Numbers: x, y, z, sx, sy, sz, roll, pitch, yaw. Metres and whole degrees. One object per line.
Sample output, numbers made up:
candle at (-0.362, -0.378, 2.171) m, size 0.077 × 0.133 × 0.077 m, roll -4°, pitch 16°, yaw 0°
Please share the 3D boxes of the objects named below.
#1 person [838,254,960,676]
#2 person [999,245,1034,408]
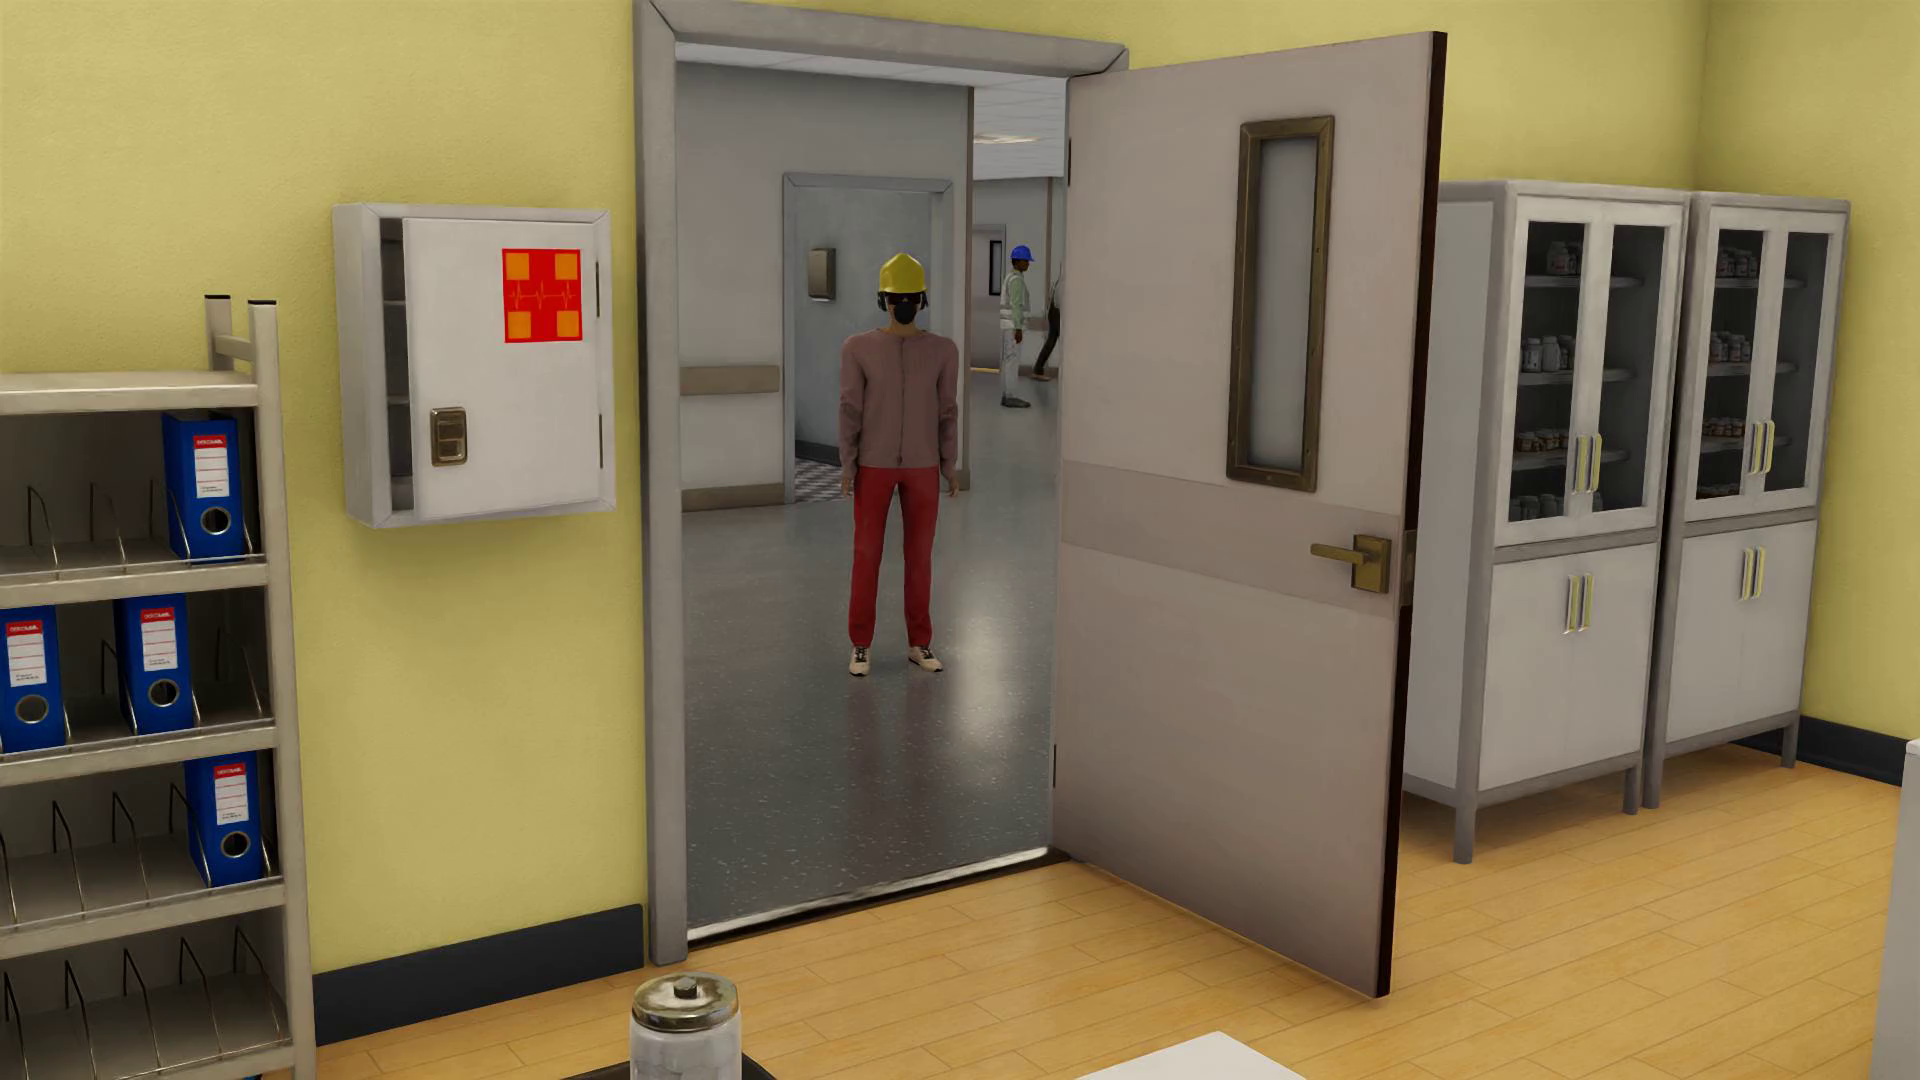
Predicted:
person at (-0.254, -0.308, 6.999) m, size 0.524 × 1.770 × 0.315 m, roll -2°, pitch 10°, yaw -15°
person at (0.675, -2.569, 20.057) m, size 0.402 × 1.944 × 0.606 m, roll 0°, pitch 10°, yaw -5°
